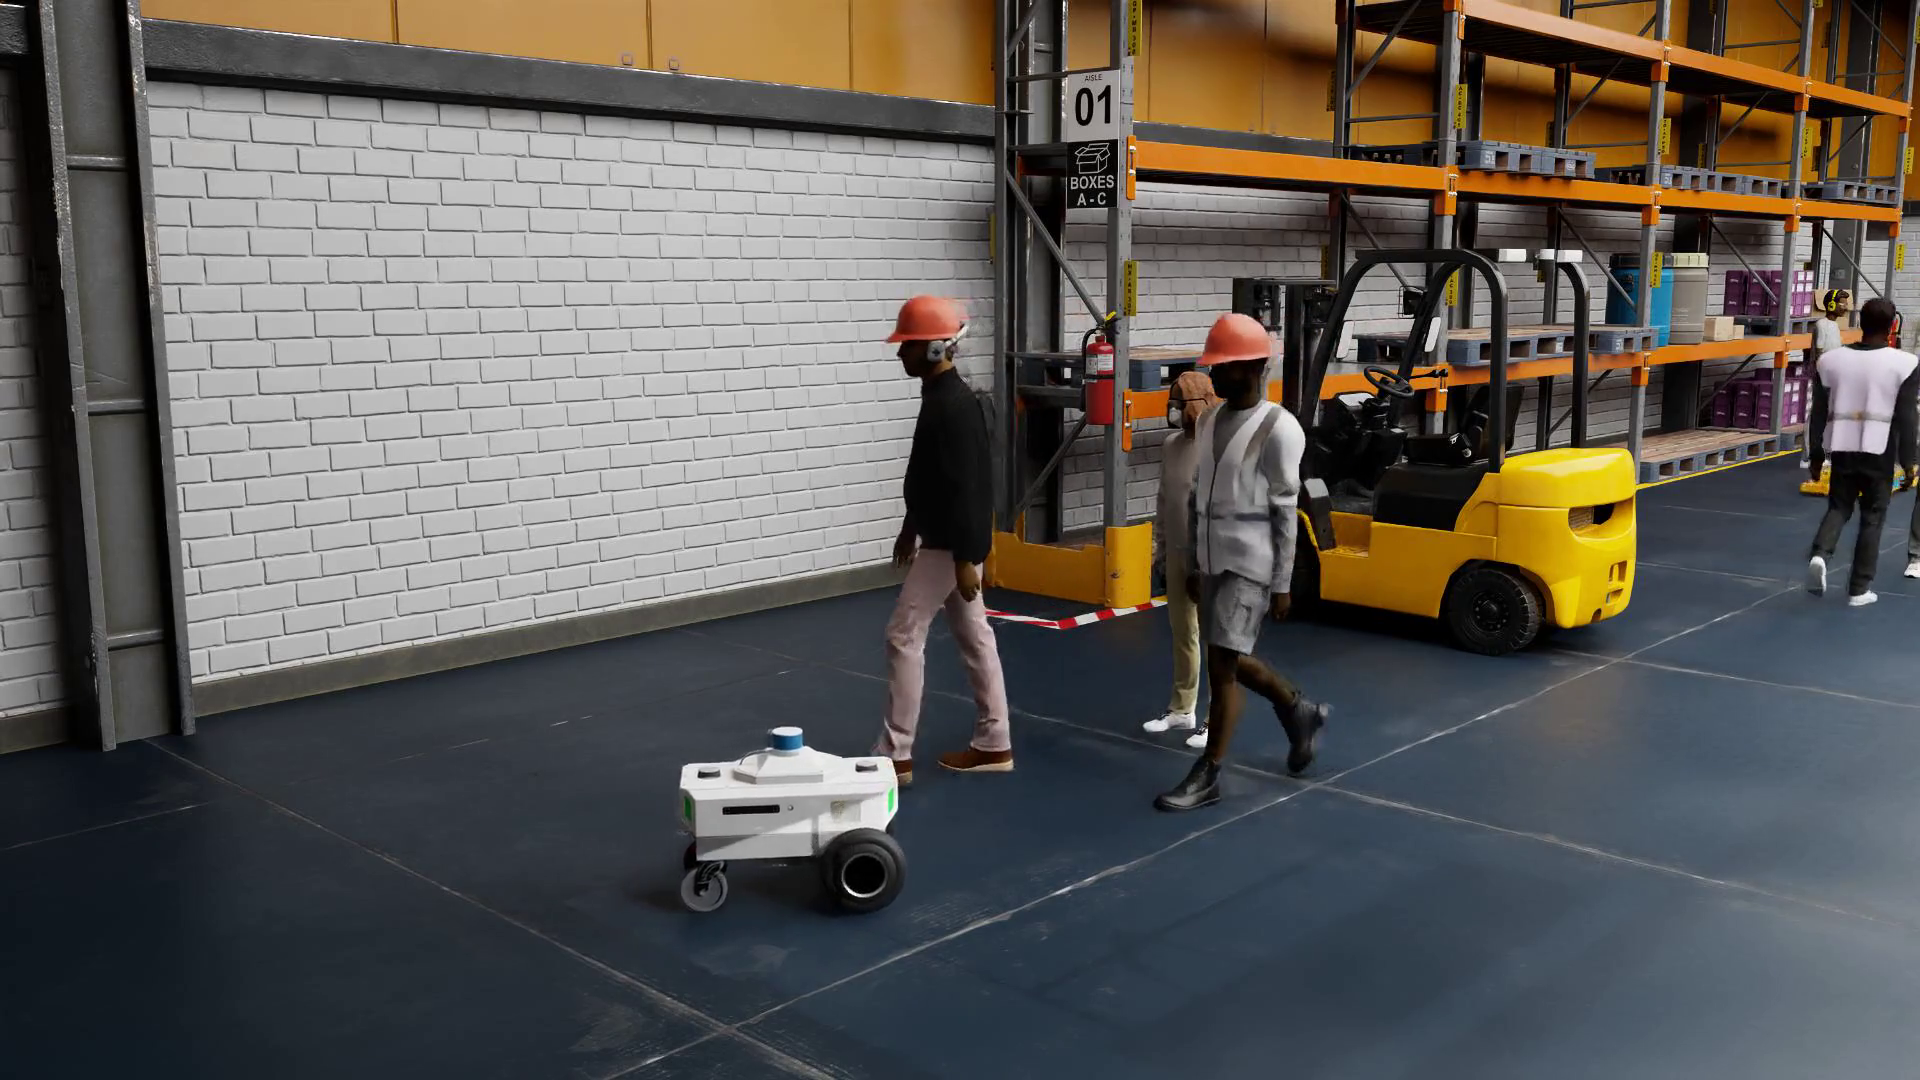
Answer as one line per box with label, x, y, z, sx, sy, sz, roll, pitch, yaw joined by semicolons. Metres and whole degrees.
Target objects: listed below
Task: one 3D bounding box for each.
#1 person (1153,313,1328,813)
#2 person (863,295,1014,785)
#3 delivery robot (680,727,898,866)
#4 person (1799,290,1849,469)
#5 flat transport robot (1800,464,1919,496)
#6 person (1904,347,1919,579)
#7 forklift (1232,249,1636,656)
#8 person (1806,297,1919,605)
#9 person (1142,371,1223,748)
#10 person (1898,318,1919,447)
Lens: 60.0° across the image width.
person;1.128;0.075;6.467;0.849;1.910;0.554;-5;11;-30
person;-0.167;0.009;6.707;0.863;1.961;0.642;0;9;1
delivery robot;-0.567;0.861;5.489;0.707;0.478;0.477;-1;9;-7
person;8.953;-1.649;17.195;0.334;1.858;0.508;9;13;44
flat transport robot;8.395;-0.578;15.469;0.652;0.197;1.431;9;13;43
person;6.619;-0.685;11.065;0.587;1.926;0.368;4;10;23
forklift;2.710;-0.584;9.626;2.313;2.155;1.214;9;13;43
person;5.491;-0.524;10.169;0.562;1.897;0.595;-8;12;-40
person;1.022;0.082;7.255;0.270;1.632;0.504;-5;11;-29
person;10.904;-1.917;18.589;0.664;1.947;0.976;0;9;1
